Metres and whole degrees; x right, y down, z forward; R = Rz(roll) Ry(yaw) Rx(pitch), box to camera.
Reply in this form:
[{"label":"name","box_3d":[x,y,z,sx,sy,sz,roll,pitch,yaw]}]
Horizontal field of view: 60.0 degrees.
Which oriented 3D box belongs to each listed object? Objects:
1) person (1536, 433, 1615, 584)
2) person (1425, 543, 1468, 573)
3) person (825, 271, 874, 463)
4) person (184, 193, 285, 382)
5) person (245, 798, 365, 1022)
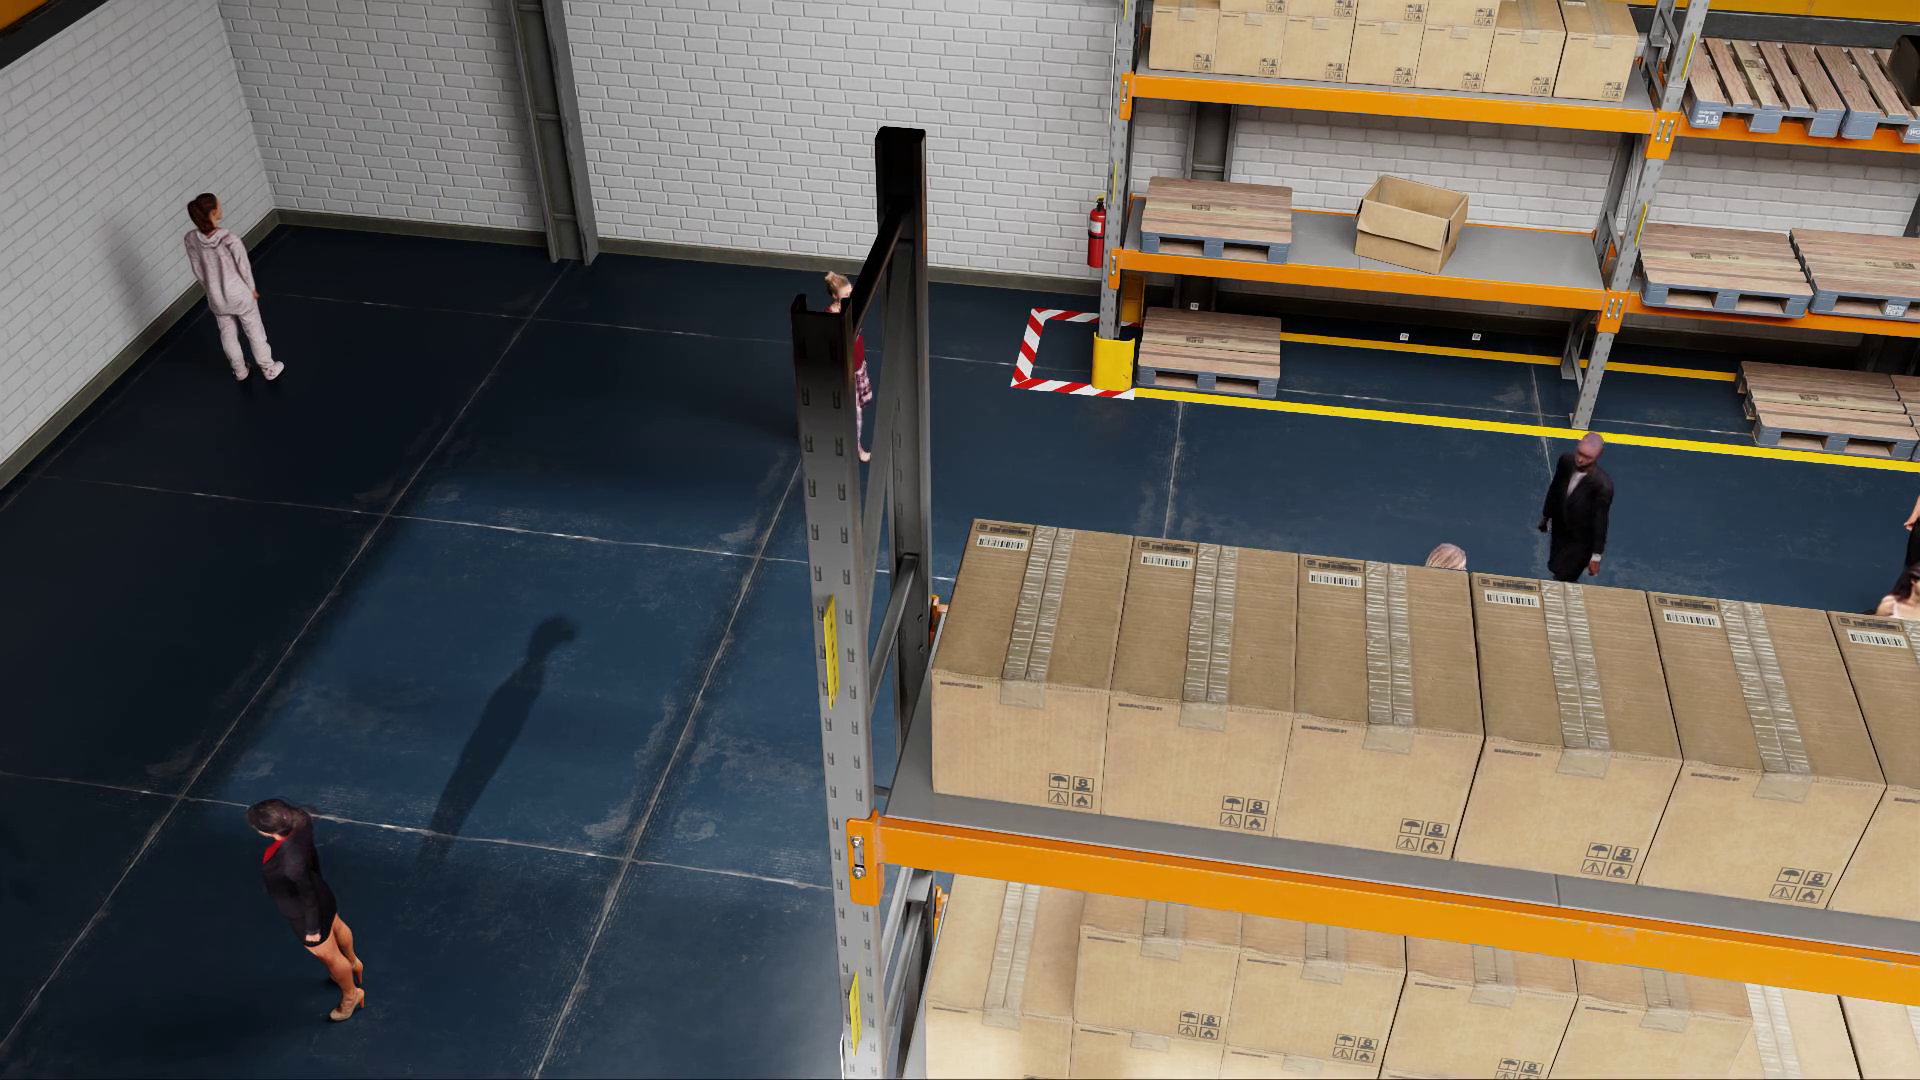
[{"label":"person","box_3d":[4.264,-0.027,11.379,1.107,1.724,1.020,-10,40,-12]},{"label":"person","box_3d":[2.840,0.670,10.567,1.152,1.649,0.633,6,39,7]},{"label":"person","box_3d":[-0.947,-1.373,13.092,0.812,1.691,0.710,13,40,15]},{"label":"person","box_3d":[-6.164,-2.101,14.006,0.544,1.687,0.724,1,39,1]},{"label":"person","box_3d":[-3.487,1.970,8.946,0.686,1.641,0.662,-8,39,-10]}]
